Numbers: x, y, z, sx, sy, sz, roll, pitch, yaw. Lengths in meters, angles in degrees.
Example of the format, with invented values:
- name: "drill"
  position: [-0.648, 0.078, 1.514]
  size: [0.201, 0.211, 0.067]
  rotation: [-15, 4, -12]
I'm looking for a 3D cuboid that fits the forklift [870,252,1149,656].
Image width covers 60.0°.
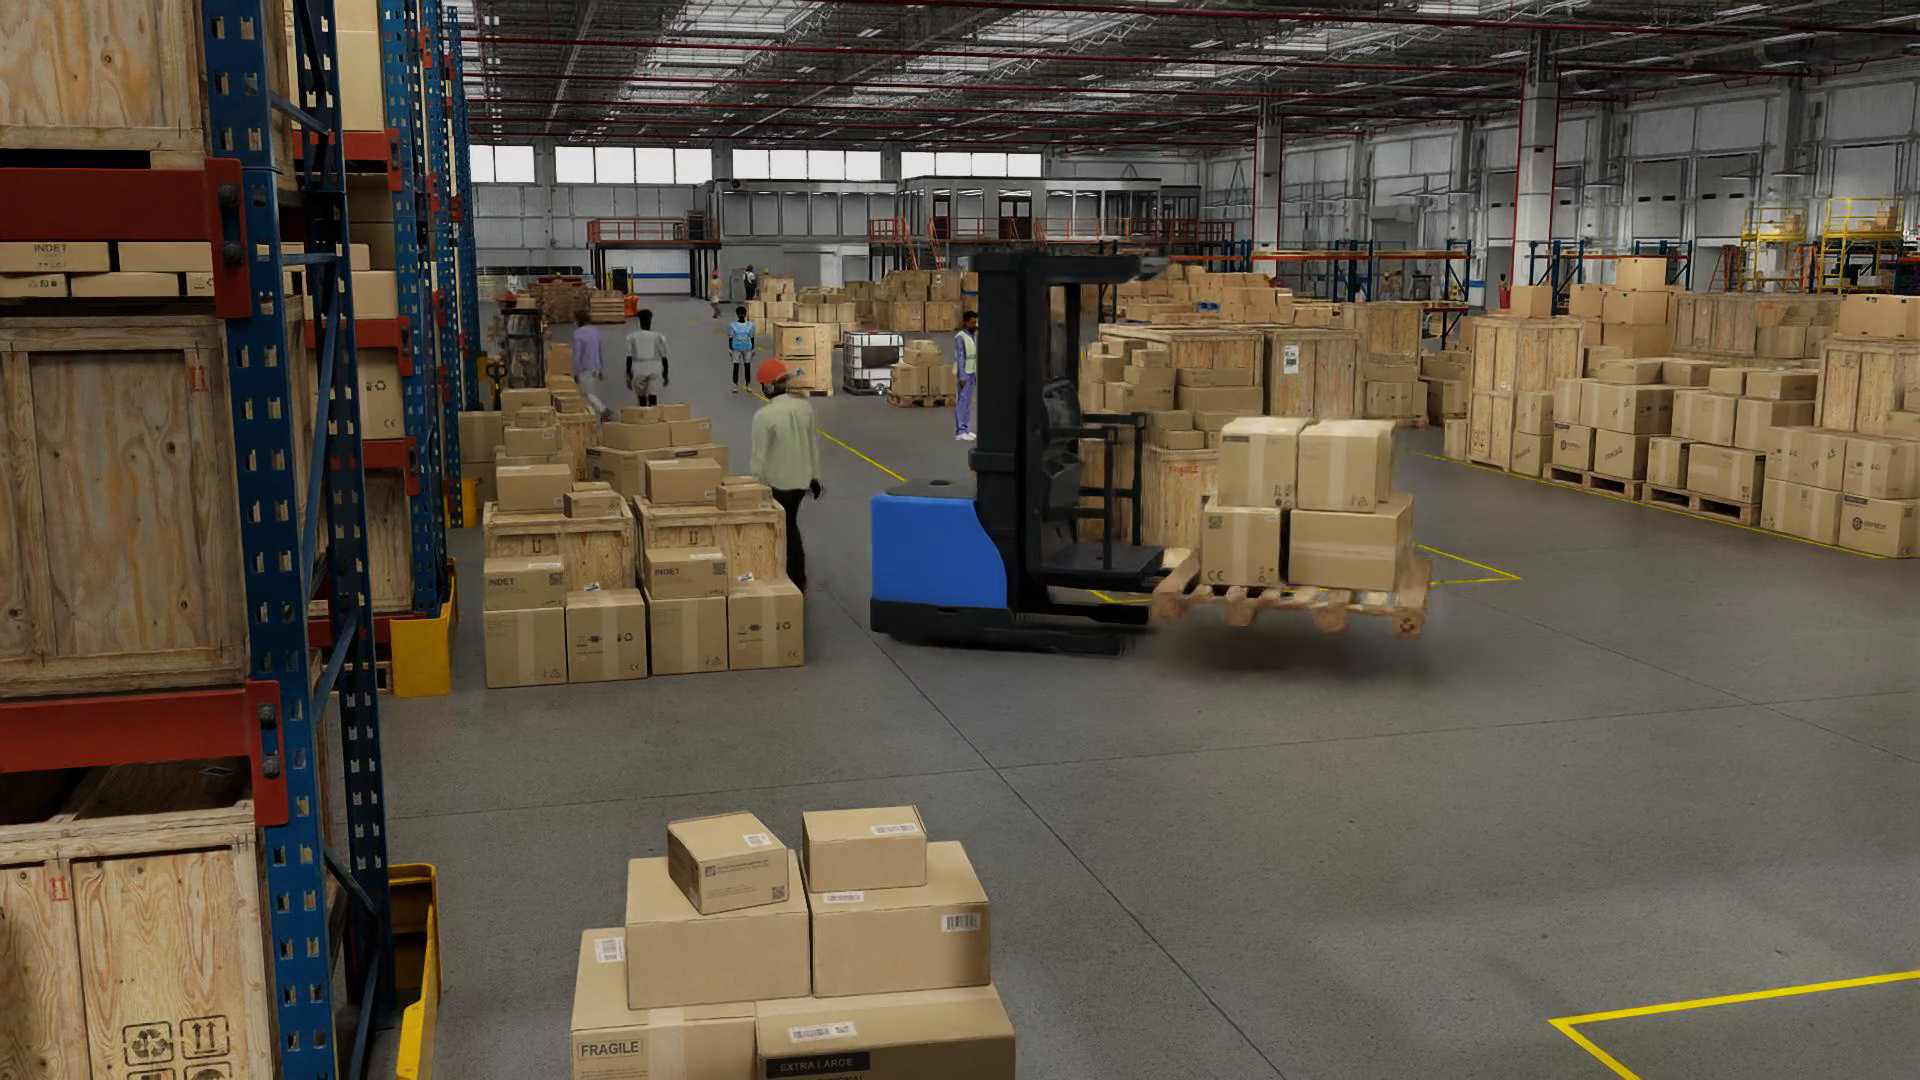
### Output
- name: "forklift"
  position: [0.365, -0.691, 12.086]
  size: [1.873, 2.768, 1.129]
  rotation: [3, 11, 17]

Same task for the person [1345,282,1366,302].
- name: "person"
  position: [11.522, -6.593, 48.444]
  size: [0.621, 1.845, 0.429]
  rotation: [-1, 10, -8]

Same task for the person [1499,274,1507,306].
- name: "person"
  position: [23.315, -10.587, 71.475]
  size: [0.318, 1.696, 0.533]
  rotation: [-2, 10, -10]

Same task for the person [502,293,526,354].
- name: "person"
  position: [-9.382, -4.237, 34.991]
  size: [1.000, 1.884, 0.553]
  rotation: [-5, 11, -25]

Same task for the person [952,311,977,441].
- name: "person"
  position: [0.095, -2.443, 24.748]
  size: [0.391, 1.913, 0.587]
  rotation: [4, 11, 19]

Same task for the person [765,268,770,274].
- name: "person"
  position: [-8.833, -11.560, 76.451]
  size: [0.611, 1.883, 0.866]
  rotation: [-6, 12, -31]

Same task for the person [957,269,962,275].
- name: "person"
  position: [-0.232, -9.488, 64.431]
  size: [1.001, 2.001, 0.612]
  rotation: [-3, 10, -15]

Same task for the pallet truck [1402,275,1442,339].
- name: "pallet truck"
  position: [14.620, -7.324, 52.145]
  size: [0.823, 1.965, 1.885]
  rotation: [8, 13, 40]

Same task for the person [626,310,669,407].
- name: "person"
  position: [-4.722, -2.511, 25.130]
  size: [0.614, 1.915, 1.030]
  rotation: [-1, 10, -7]

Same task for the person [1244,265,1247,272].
- name: "person"
  position: [13.490, -12.024, 78.792]
  size: [0.406, 1.984, 0.612]
  rotation: [0, 10, 2]

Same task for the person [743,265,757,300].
- name: "person"
  position: [-9.584, -11.600, 76.235]
  size: [0.682, 2.000, 0.537]
  rotation: [10, 14, 43]

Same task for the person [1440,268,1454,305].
- name: "person"
  position: [21.411, -10.974, 73.044]
  size: [0.559, 1.917, 0.440]
  rotation: [0, 10, -1]

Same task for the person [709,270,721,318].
- name: "person"
  position: [-9.782, -9.827, 66.525]
  size: [0.563, 1.924, 0.493]
  rotation: [4, 11, 21]

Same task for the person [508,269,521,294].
- name: "person"
  position: [-20.277, -11.413, 75.672]
  size: [0.581, 1.867, 0.566]
  rotation: [-2, 10, -13]

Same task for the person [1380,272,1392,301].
- name: "person"
  position: [18.518, -10.759, 72.264]
  size: [0.547, 1.752, 0.436]
  rotation: [6, 12, 32]

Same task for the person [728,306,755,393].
- name: "person"
  position: [-4.293, -3.745, 32.728]
  size: [0.541, 1.697, 0.316]
  rotation: [-3, 10, -16]

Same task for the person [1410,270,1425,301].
- name: "person"
  position: [21.003, -11.493, 76.331]
  size: [0.628, 1.803, 0.909]
  rotation: [4, 11, 22]

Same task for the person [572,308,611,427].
- name: "person"
  position: [-5.736, -2.642, 25.858]
  size: [0.642, 1.915, 0.647]
  rotation: [5, 11, 26]

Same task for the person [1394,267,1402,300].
- name: "person"
  position: [20.326, -11.700, 77.163]
  size: [0.508, 1.905, 0.607]
  rotation: [0, 10, -2]

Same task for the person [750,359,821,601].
- name: "person"
  position: [-1.450, -0.483, 13.474]
  size: [0.566, 1.968, 0.634]
  rotation: [9, 13, 41]

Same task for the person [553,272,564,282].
- name: "person"
  position: [-17.852, -11.044, 73.997]
  size: [0.545, 1.719, 0.919]
  rotation: [-5, 11, -28]

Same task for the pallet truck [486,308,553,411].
- name: "pallet truck"
  position: [-6.242, -2.418, 24.362]
  size: [0.823, 1.965, 1.885]
  rotation: [1, 10, 3]
